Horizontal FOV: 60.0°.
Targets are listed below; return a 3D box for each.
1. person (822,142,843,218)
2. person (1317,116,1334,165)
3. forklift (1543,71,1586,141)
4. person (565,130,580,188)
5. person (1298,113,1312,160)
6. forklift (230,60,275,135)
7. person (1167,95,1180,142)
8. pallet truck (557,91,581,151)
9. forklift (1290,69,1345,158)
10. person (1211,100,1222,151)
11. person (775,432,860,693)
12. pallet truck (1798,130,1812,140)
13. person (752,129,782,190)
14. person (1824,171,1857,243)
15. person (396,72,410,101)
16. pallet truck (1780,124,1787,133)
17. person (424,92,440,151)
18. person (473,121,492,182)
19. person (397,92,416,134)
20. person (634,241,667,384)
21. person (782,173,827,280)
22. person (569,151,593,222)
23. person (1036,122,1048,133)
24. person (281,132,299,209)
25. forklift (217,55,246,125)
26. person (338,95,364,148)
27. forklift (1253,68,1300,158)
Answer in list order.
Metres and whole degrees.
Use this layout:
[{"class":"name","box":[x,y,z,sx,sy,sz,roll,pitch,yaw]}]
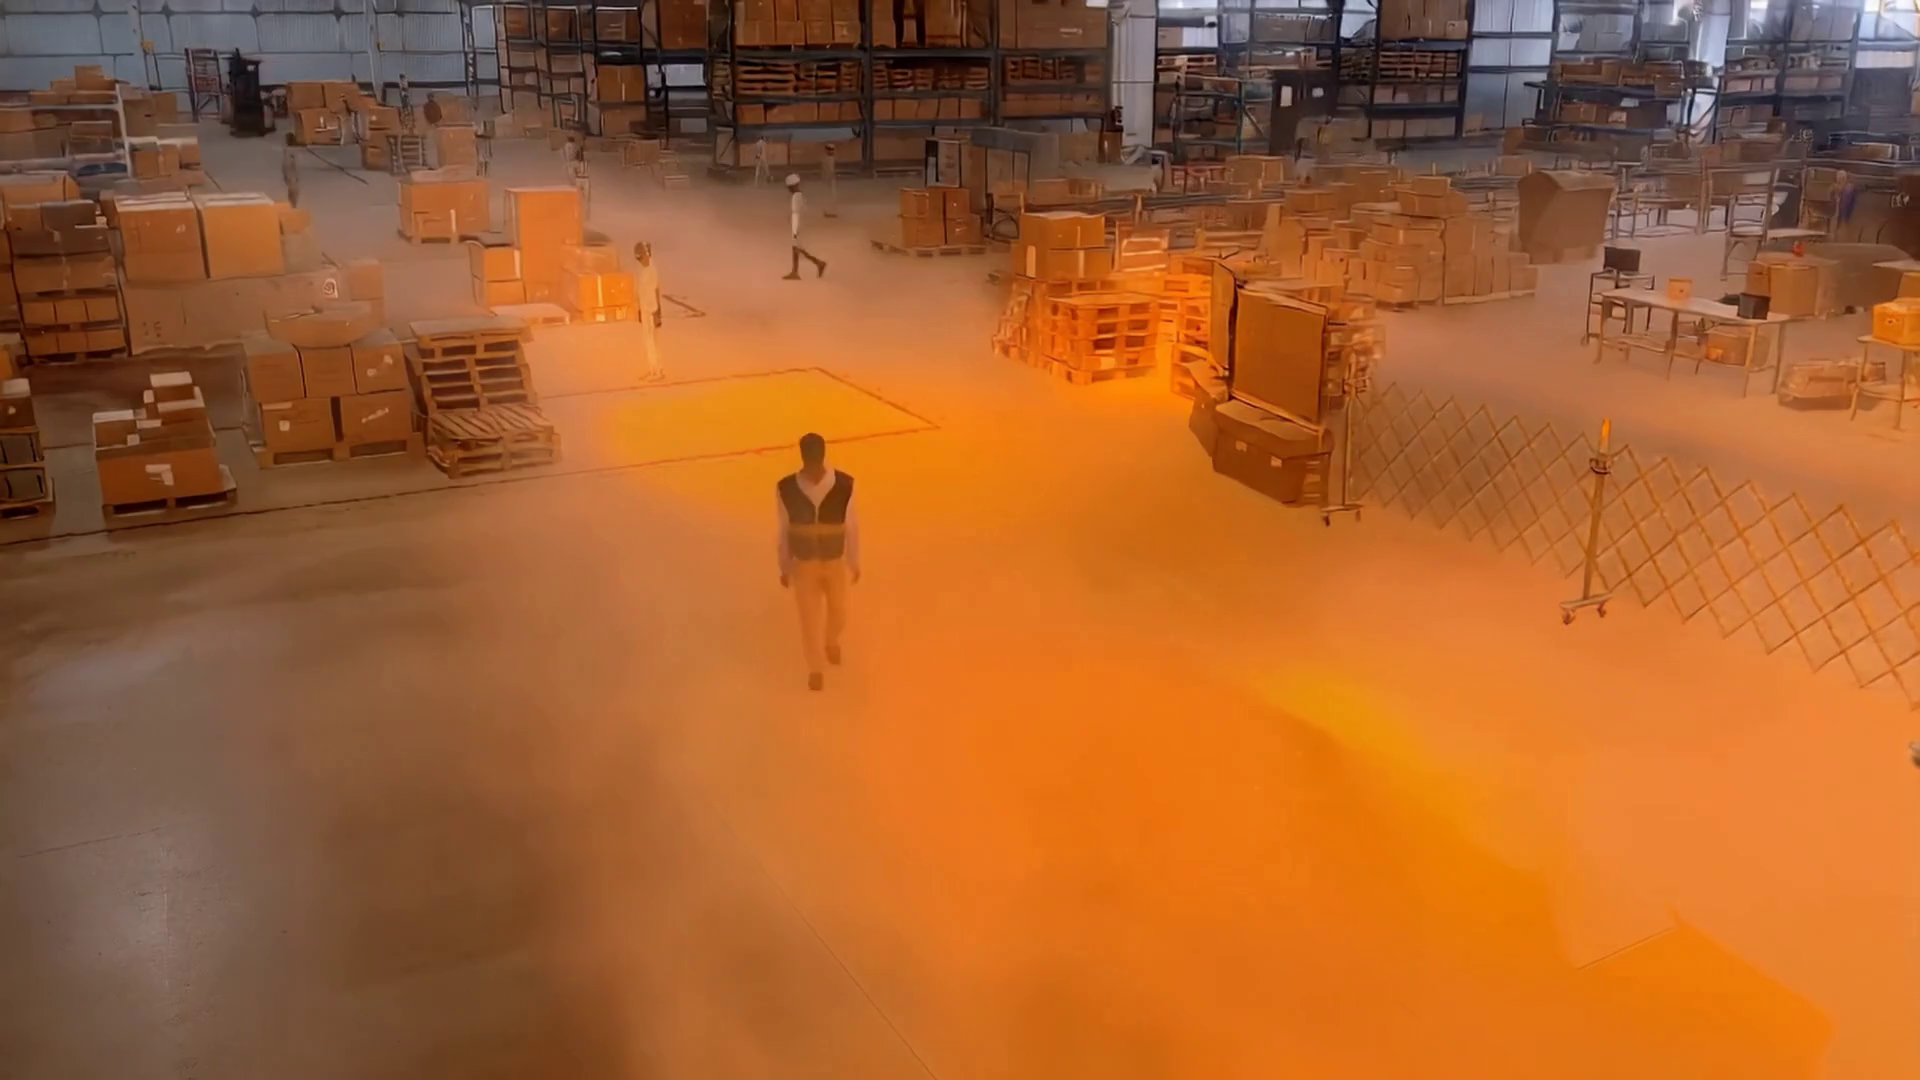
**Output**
[{"class":"person","box":[-2.966,-8.399,38.836,0.650,1.741,0.560,0,18,1]},{"class":"person","box":[10.988,-11.928,50.031,0.509,1.632,0.265,-3,18,-10]},{"class":"forklift","box":[18.685,-13.231,52.085,1.873,2.768,1.129,-9,20,-26]},{"class":"person","box":[-9.545,-9.100,40.816,0.417,1.890,0.621,-12,21,-33]},{"class":"person","box":[10.691,-12.420,51.603,0.521,1.600,0.529,-6,19,-17]},{"class":"forklift","box":[-27.349,-17.046,63.978,1.129,2.768,1.873,-1,18,-2]},{"class":"person","box":[7.851,-15.490,61.051,0.541,1.683,0.487,10,21,29]},{"class":"pallet truck","box":[-13.495,-14.412,57.188,0.823,1.965,1.885,-3,18,-9]},{"class":"forklift","box":[11.615,-13.871,54.079,1.129,2.768,1.873,-9,20,-27]},{"class":"person","box":[8.737,-14.008,56.335,0.549,1.745,0.631,-2,18,-7]},{"class":"person","box":[-1.029,0.131,11.995,0.603,1.909,0.501,-2,18,-7]},{"class":"pallet truck","box":[25.526,-11.556,49.408,1.630,1.274,0.653,-9,20,-26]},{"class":"person","box":[-5.276,-10.273,44.923,0.843,1.592,0.530,-10,20,-28]},{"class":"person","box":[16.758,-6.137,31.743,0.923,1.789,0.599,-8,20,-25]},{"class":"person","box":[-25.488,-20.465,76.188,0.559,1.914,0.541,-3,18,-10]},{"class":"pallet truck","box":[25.206,-12.542,52.601,1.601,1.201,0.680,0,18,-2]},{"class":"person","box":[-18.154,-14.399,57.244,0.615,1.952,1.012,4,18,12]},{"class":"person","box":[-13.441,-10.935,46.862,0.333,1.686,0.535,15,23,40]},{"class":"person","box":[-19.388,-14.713,58.271,0.596,1.915,0.383,-10,20,-27]},{"class":"person","box":[-4.068,-2.970,21.749,0.330,1.861,0.503,-16,24,-41]},{"class":"person","box":[-2.835,-5.627,29.938,0.720,1.914,0.560,-1,18,-5]},{"class":"person","box":[-8.660,-8.070,38.029,0.547,1.599,0.781,-4,18,-13]},{"class":"person","box":[2.266,-9.921,43.352,0.851,1.912,0.546,-9,20,-26]},{"class":"person","box":[-15.807,-8.650,39.313,0.387,1.943,0.687,-15,23,-38]},{"class":"forklift","box":[-30.151,-18.861,69.635,1.873,2.768,1.129,-9,20,-26]},{"class":"person","box":[-21.438,-14.683,58.332,0.844,1.818,0.629,-7,19,-21]},{"class":"forklift","box":[10.681,-14.092,54.768,1.129,2.768,1.873,-9,20,-26]}]
